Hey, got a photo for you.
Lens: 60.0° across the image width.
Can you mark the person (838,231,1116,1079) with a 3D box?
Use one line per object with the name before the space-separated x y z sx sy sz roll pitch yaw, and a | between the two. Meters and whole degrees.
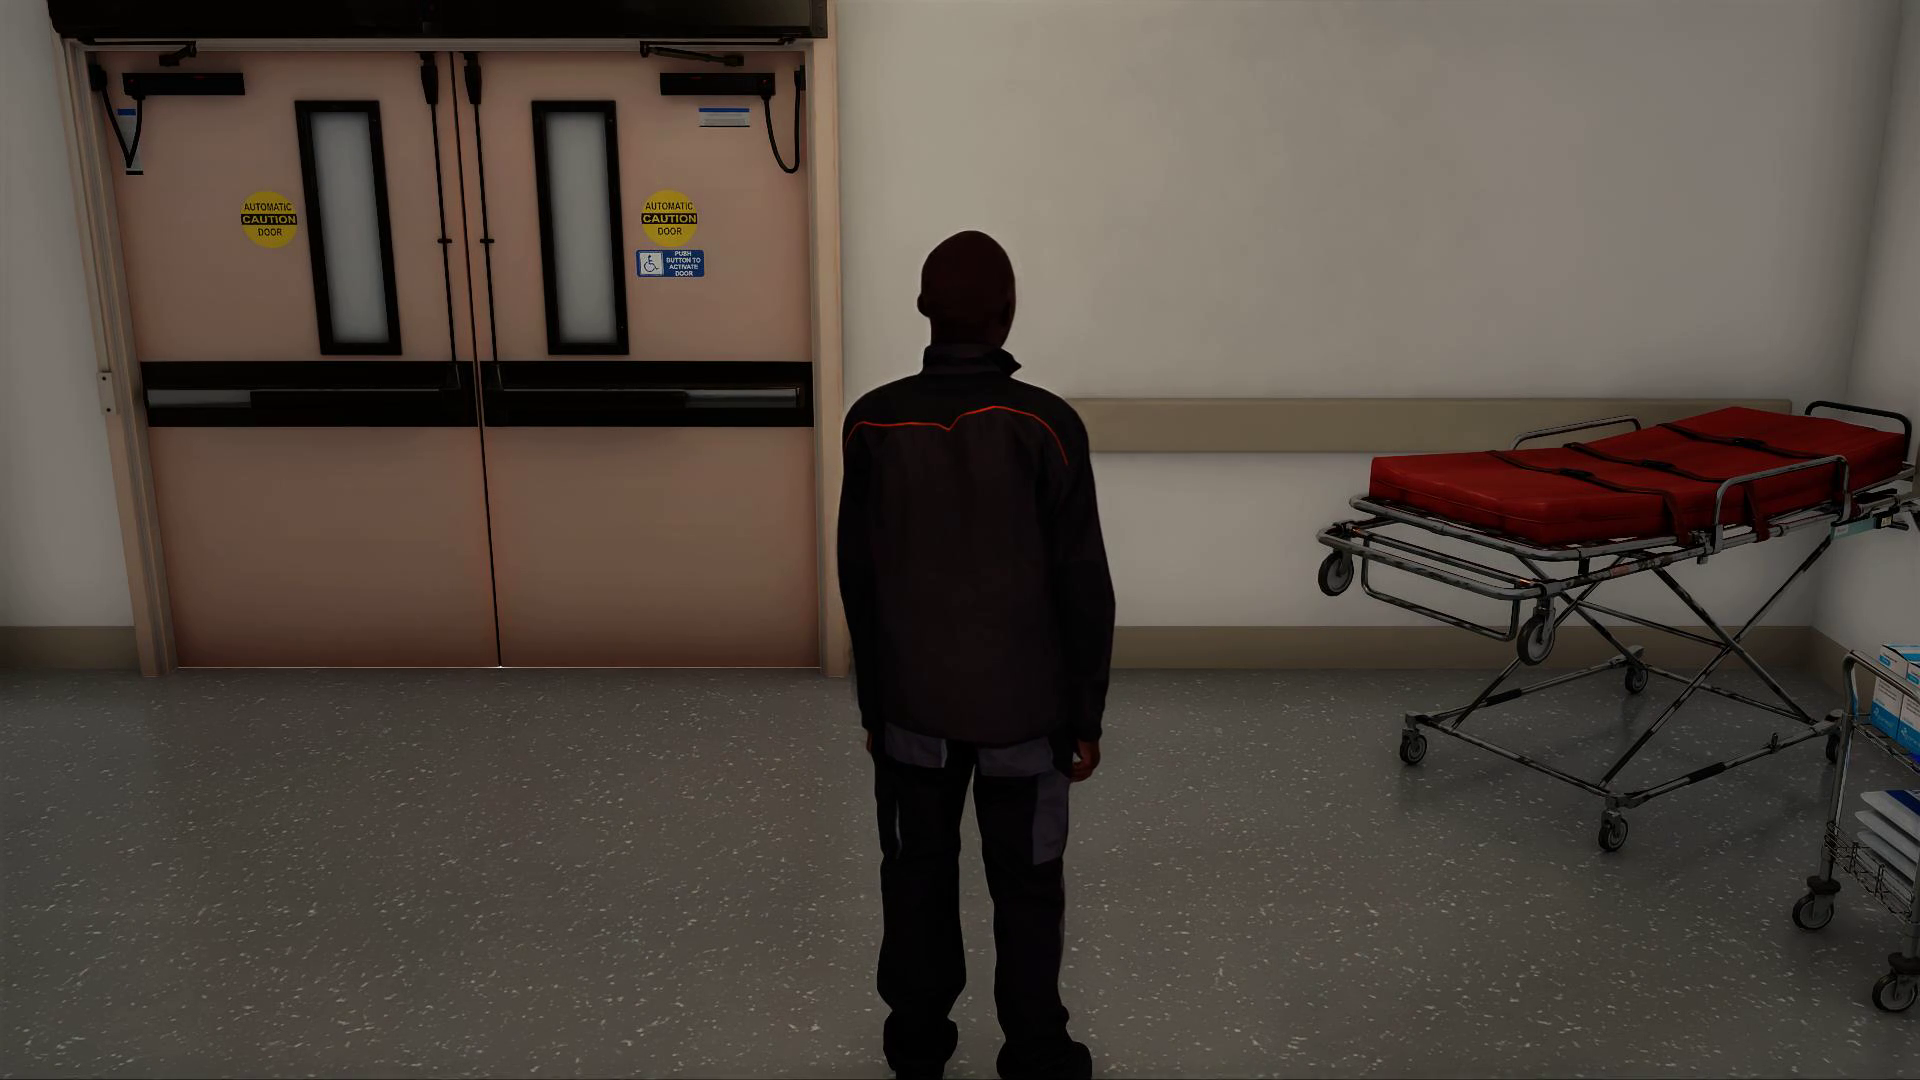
person | 0.023 0.309 3.255 0.752 1.825 0.694 4 16 13
